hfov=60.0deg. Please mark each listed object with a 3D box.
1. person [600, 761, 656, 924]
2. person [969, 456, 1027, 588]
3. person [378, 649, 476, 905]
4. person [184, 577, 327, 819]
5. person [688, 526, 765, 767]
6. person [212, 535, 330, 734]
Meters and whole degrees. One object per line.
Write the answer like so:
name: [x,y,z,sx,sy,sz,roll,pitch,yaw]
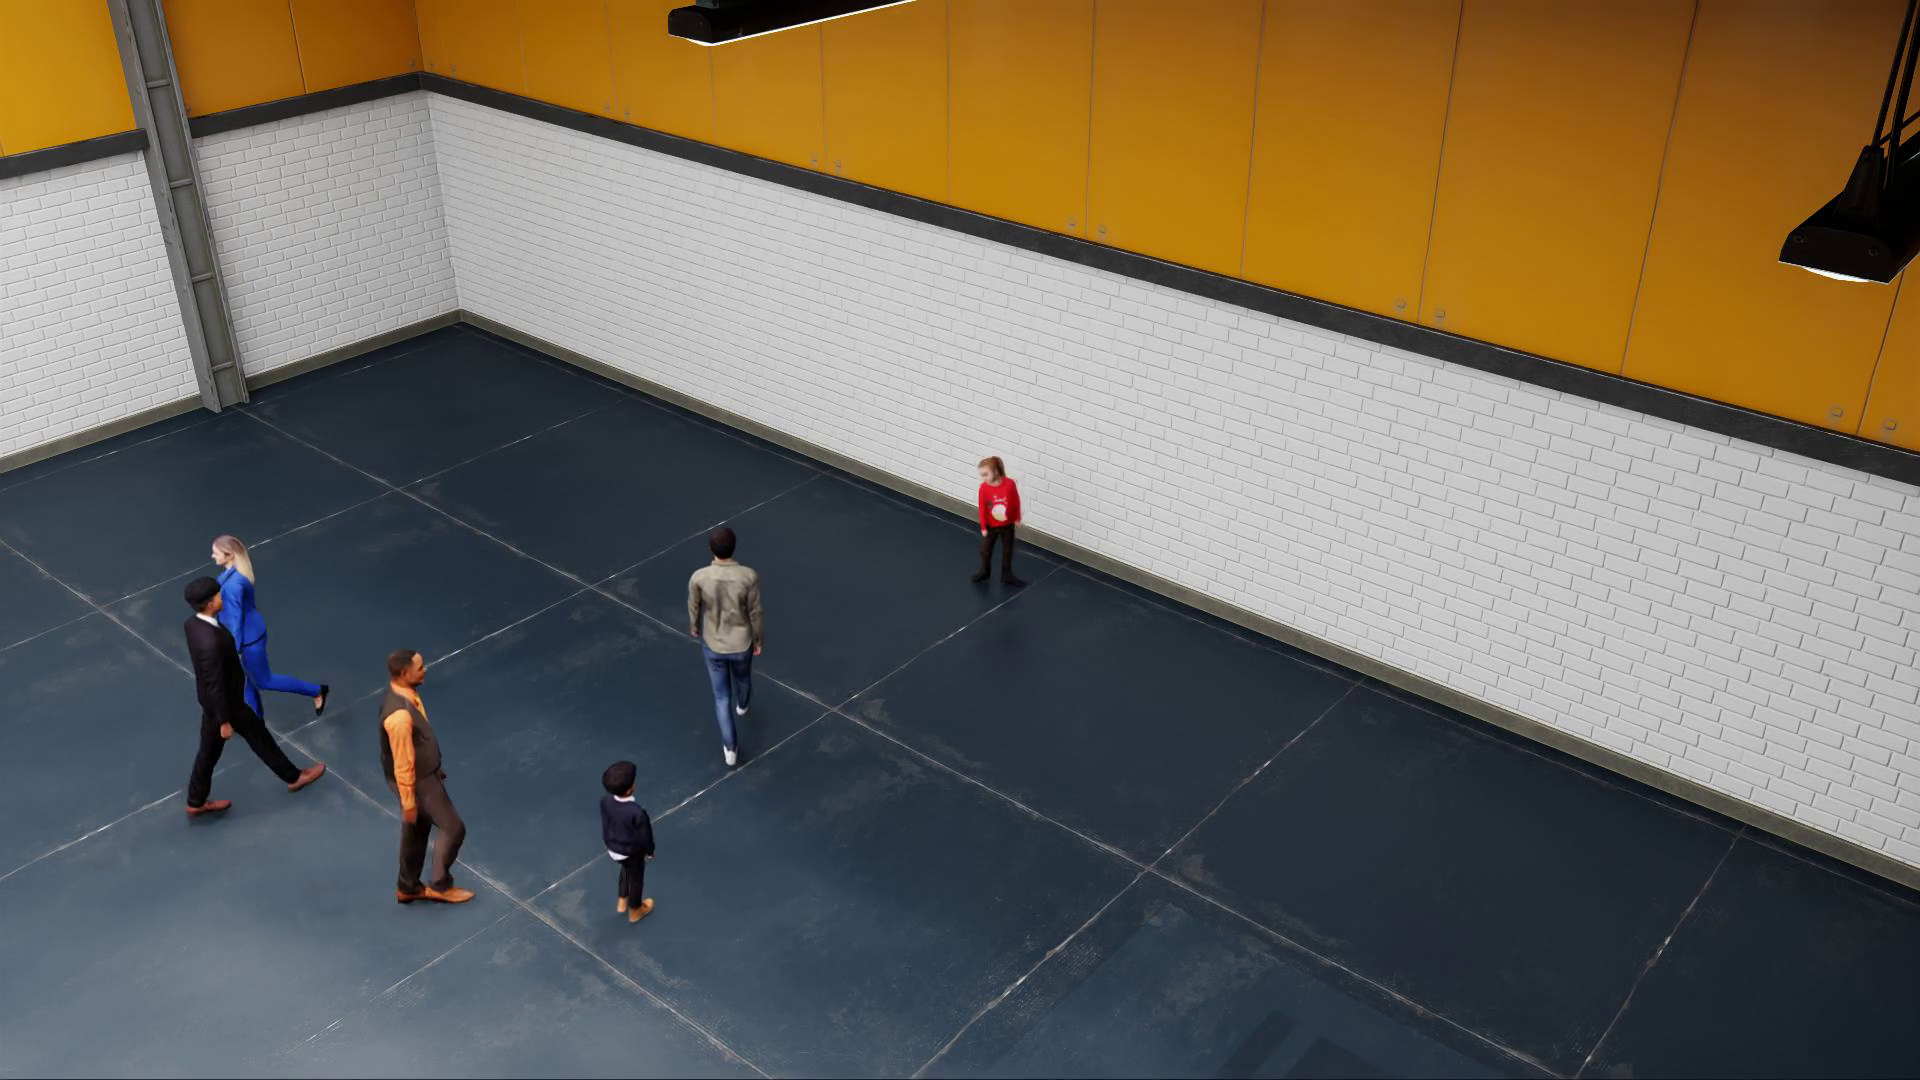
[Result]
person: [-2.182,1.971,10.718,0.535,1.217,0.523,15,32,26]
person: [0.385,-0.158,14.576,0.663,1.261,0.759,-13,31,-23]
person: [-3.637,1.574,10.751,0.931,1.884,0.879,-7,29,-12]
person: [-5.238,1.152,11.586,1.279,1.825,0.920,-19,34,-31]
person: [-1.713,0.818,12.204,1.176,1.818,1.189,-5,29,-9]
person: [-5.264,0.721,12.529,1.079,1.678,0.864,-12,31,-21]
